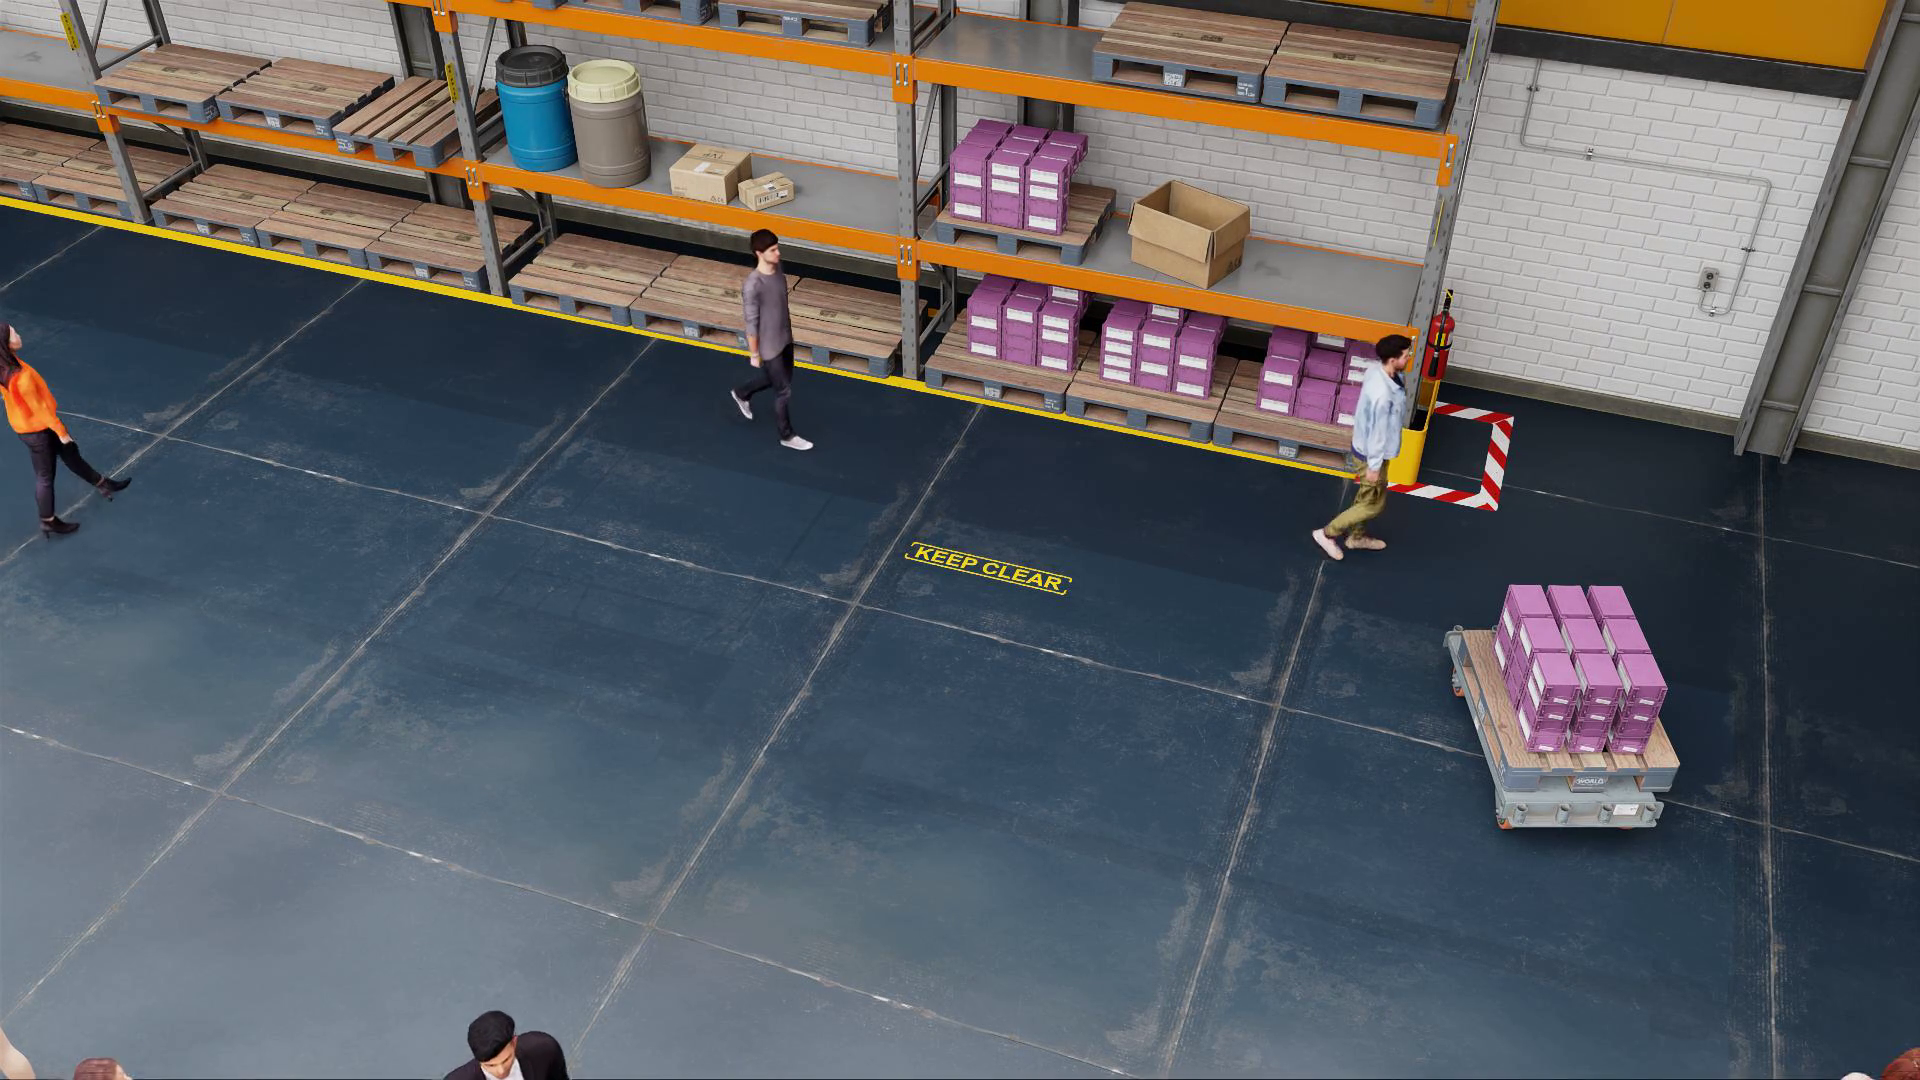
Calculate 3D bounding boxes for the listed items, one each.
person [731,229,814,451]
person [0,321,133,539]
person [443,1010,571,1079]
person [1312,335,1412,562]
[{"bbox_3d":[-1.508,-1.539,12.709,1.006,1.832,0.708,15,41,18],"label":"person"},{"bbox_3d":[-6.633,-0.746,11.804,0.959,1.722,1.010,-31,48,-33],"label":"person"},{"bbox_3d":[-1.993,2.622,7.476,0.842,1.862,0.874,-23,44,-26],"label":"person"},{"bbox_3d":[2.815,-0.628,11.588,0.822,1.807,0.750,6,39,7],"label":"person"}]
